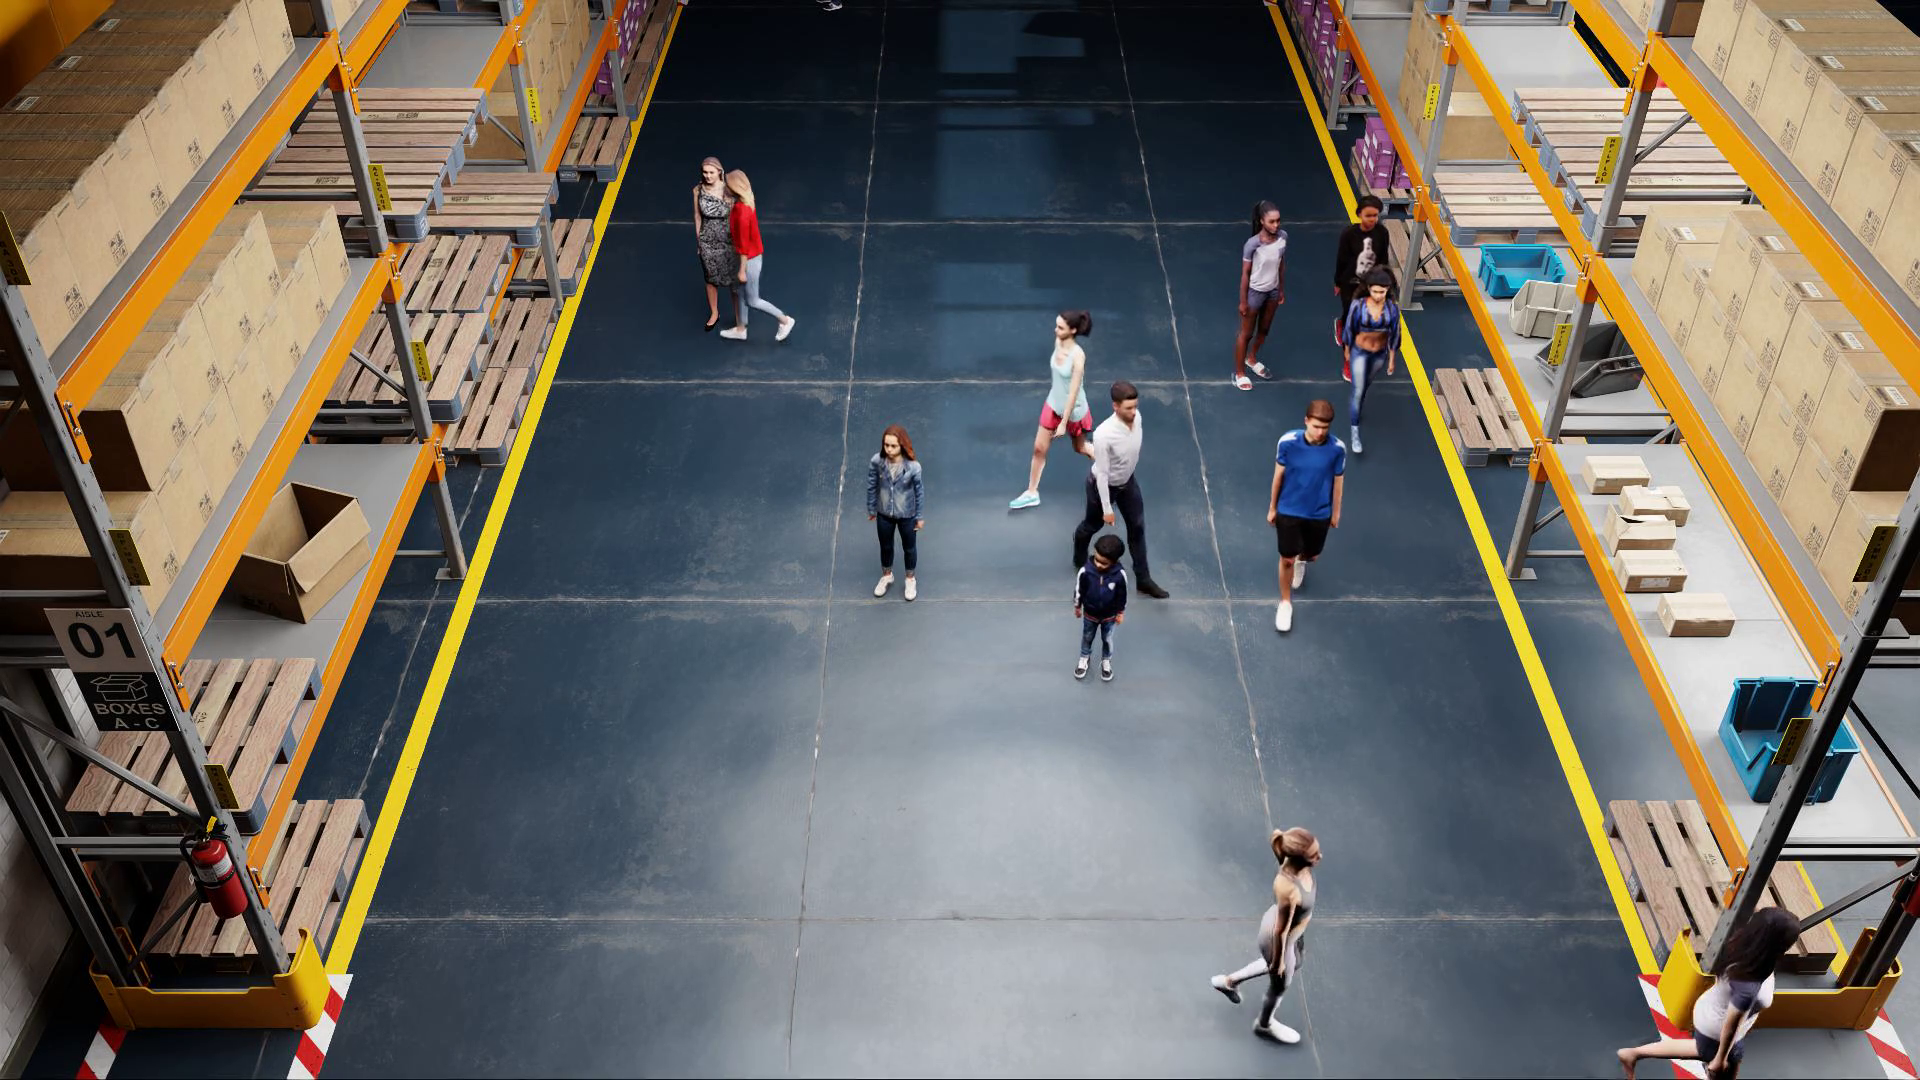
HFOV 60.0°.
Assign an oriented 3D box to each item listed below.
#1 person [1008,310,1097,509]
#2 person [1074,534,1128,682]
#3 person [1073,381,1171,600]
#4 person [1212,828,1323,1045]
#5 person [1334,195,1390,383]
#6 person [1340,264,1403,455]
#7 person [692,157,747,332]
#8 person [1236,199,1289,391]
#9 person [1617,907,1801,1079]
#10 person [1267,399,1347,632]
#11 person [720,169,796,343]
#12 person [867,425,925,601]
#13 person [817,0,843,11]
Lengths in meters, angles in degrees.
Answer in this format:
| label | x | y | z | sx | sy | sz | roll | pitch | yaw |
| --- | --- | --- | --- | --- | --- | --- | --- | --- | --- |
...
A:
| label | x | y | z | sx | sy | sz | roll | pitch | yaw |
| --- | --- | --- | --- | --- | --- | --- | --- | --- | --- |
| person | 0.913 | -1.010 | 13.003 | 1.042 | 1.724 | 1.179 | -20 | 43 | -23 |
| person | 0.985 | 0.450 | 11.576 | 0.552 | 1.224 | 0.538 | 7 | 39 | 9 |
| person | 1.046 | -0.442 | 12.206 | 1.098 | 1.830 | 1.203 | -28 | 47 | -31 |
| person | 1.682 | 2.140 | 9.084 | 0.753 | 1.693 | 0.780 | 11 | 40 | 14 |
| person | 3.506 | -2.302 | 14.686 | 0.638 | 1.644 | 1.068 | -3 | 39 | -4 |
| person | 3.394 | -1.579 | 13.833 | 0.602 | 1.577 | 1.031 | 1 | 39 | 1 |
| person | -2.187 | -2.706 | 15.141 | 0.572 | 1.705 | 0.499 | 2 | 39 | 3 |
| person | 2.605 | -2.156 | 14.424 | 0.745 | 1.741 | 0.787 | -20 | 43 | -23 |
| person | 3.896 | 2.479 | 8.667 | 0.895 | 1.684 | 0.902 | 19 | 42 | 22 |
| person | 2.492 | -0.278 | 11.982 | 0.762 | 1.855 | 1.055 | 5 | 39 | 6 |
| person | -1.844 | -2.493 | 14.894 | 0.789 | 1.682 | 0.908 | -5 | 39 | -6 |
| person | -0.461 | -0.211 | 12.201 | 0.611 | 1.476 | 0.557 | 7 | 39 | 9 |
| person | -1.698 | -7.659 | 21.464 | 0.660 | 1.556 | 0.543 | -13 | 40 | -16 |
